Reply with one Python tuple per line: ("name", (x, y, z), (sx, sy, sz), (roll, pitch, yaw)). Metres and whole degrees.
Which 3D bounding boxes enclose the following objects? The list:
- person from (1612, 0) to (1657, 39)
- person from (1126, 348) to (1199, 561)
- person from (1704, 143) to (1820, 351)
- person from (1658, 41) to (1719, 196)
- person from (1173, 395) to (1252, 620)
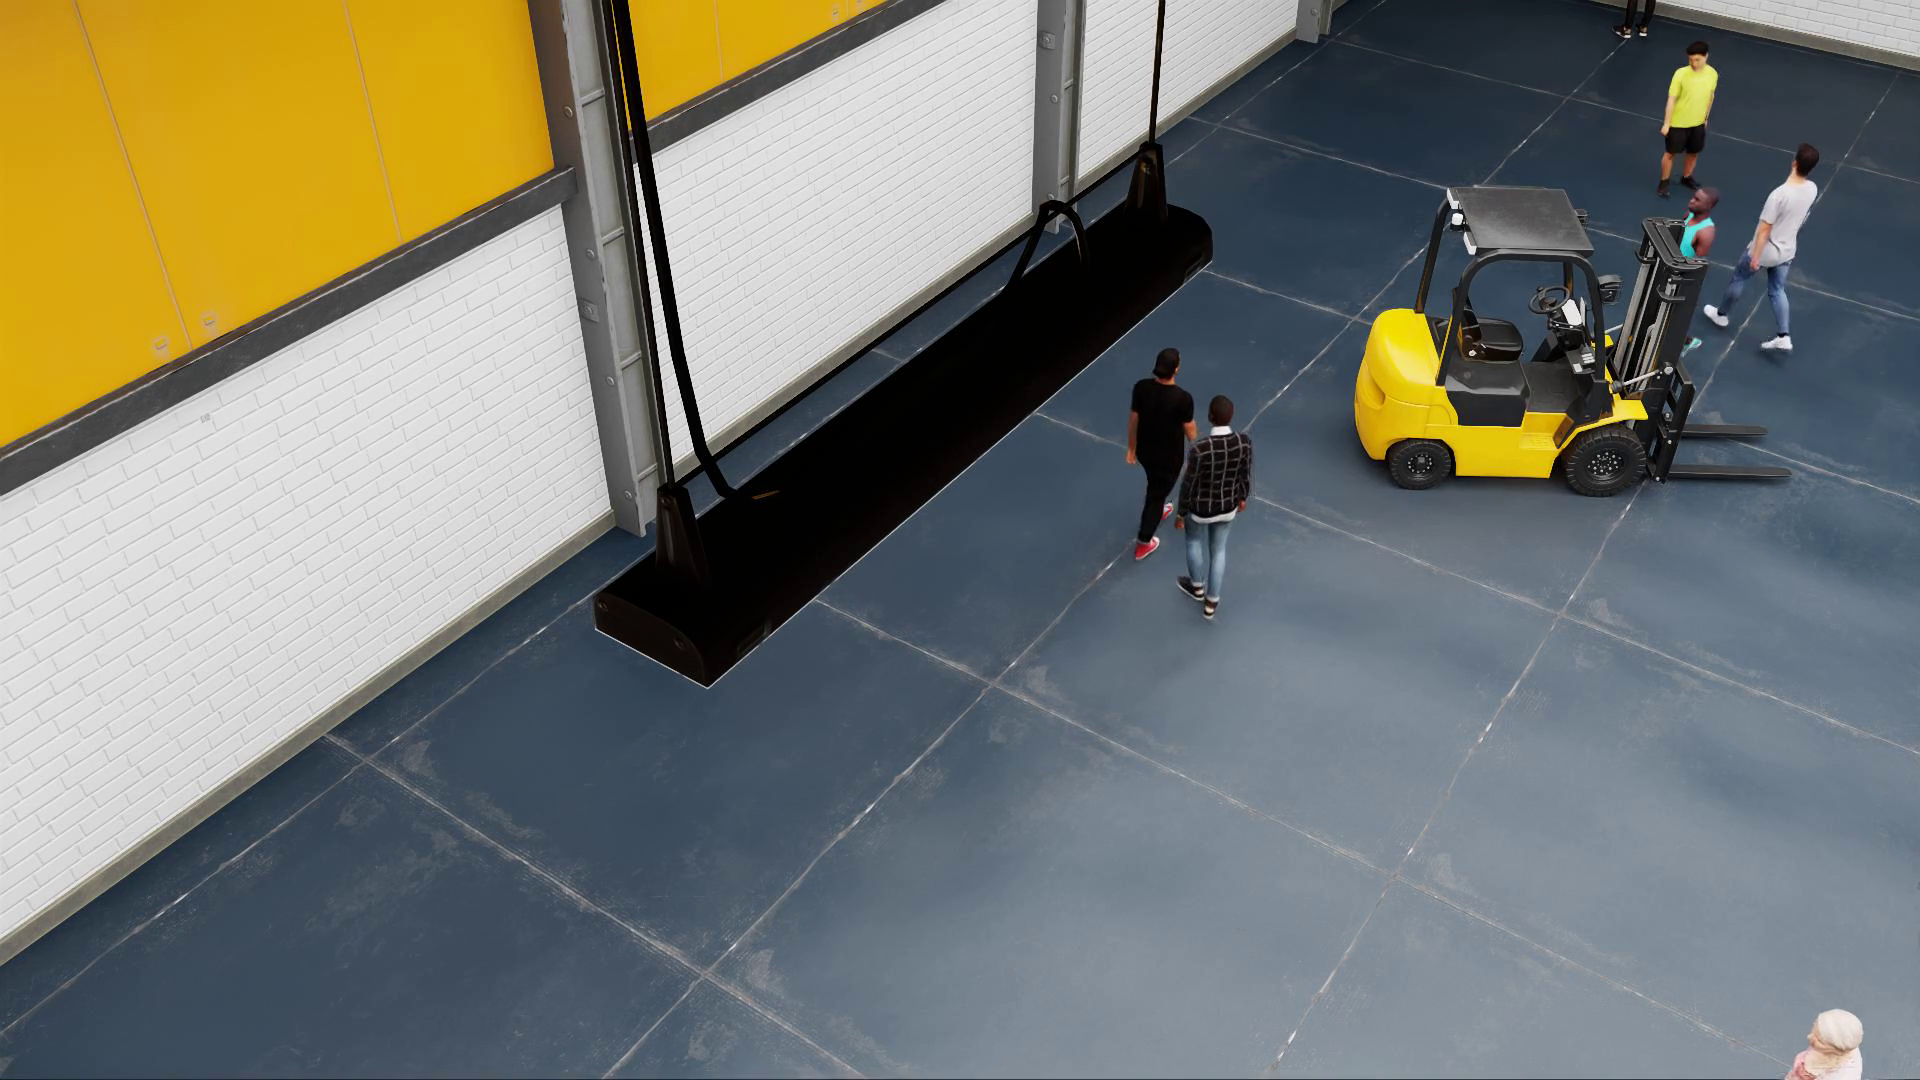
("person", (8.397, -7.065, 20.257), (0.739, 1.849, 0.795), (-5, 39, -7))
("person", (1.429, -0.590, 12.242), (0.656, 1.733, 0.909), (27, 46, 30))
("person", (7.188, -2.513, 14.561), (1.237, 1.844, 1.185), (-13, 40, -15))
("person", (7.403, -4.296, 16.937), (0.854, 1.665, 0.882), (-12, 40, -14))
("person", (1.779, -0.191, 11.688), (0.895, 1.801, 0.962), (-6, 39, -8))
